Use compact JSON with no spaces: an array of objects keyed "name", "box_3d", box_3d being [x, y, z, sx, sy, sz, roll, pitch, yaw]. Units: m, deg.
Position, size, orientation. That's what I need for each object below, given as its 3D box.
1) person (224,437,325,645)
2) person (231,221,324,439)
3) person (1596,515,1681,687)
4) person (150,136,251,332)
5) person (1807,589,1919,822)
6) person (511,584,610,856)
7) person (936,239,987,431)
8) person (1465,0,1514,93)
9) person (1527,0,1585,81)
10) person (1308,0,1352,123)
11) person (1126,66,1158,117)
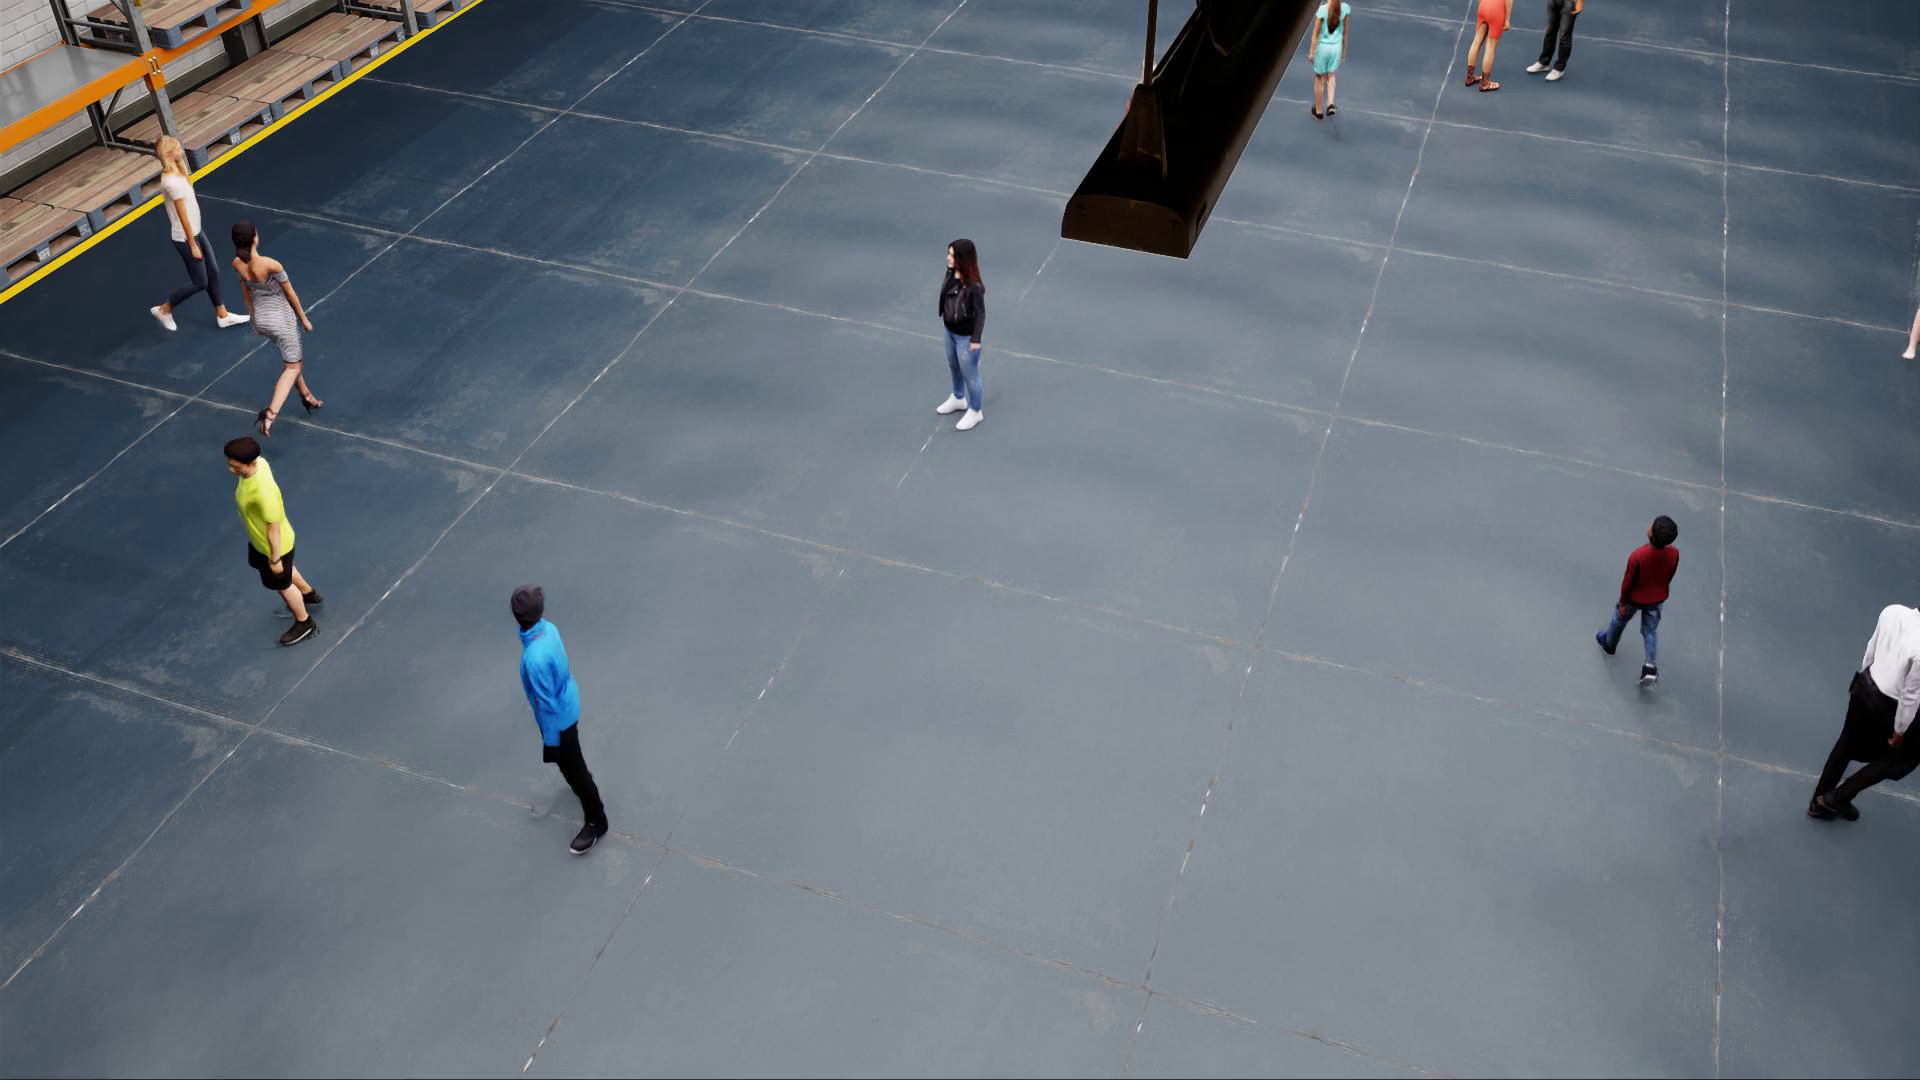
[{"name":"person","box_3d":[-4.576,-0.052,11.056,0.874,1.680,0.846,-15,41,-18]},{"name":"person","box_3d":[-5.337,-1.595,12.894,0.608,1.796,1.010,13,41,16]},{"name":"person","box_3d":[4.497,0.392,10.847,0.685,1.247,0.890,-1,39,-1]},{"name":"person","box_3d":[-6.615,-2.529,14.069,1.008,1.789,1.002,-12,40,-14]},{"name":"person","box_3d":[5.274,0.969,9.663,0.871,1.823,0.776,-5,39,-6]},{"name":"person","box_3d":[-2.304,1.009,9.653,0.882,1.773,0.733,-16,41,-19]},{"name":"person","box_3d":[0.019,-1.635,13.075,0.760,1.633,0.722,-21,43,-24]},{"name":"person","box_3d":[5.824,-5.777,18.193,0.704,1.719,0.672,-23,44,-26]},{"name":"person","box_3d":[6.739,-6.034,18.441,0.769,1.811,0.736,-21,43,-24]},{"name":"person","box_3d":[3.904,-5.143,17.533,0.693,1.551,0.759,-5,39,-6]},{"name":"person","box_3d":[1.691,-3.601,15.469,0.794,1.719,1.128,2,39,3]}]
